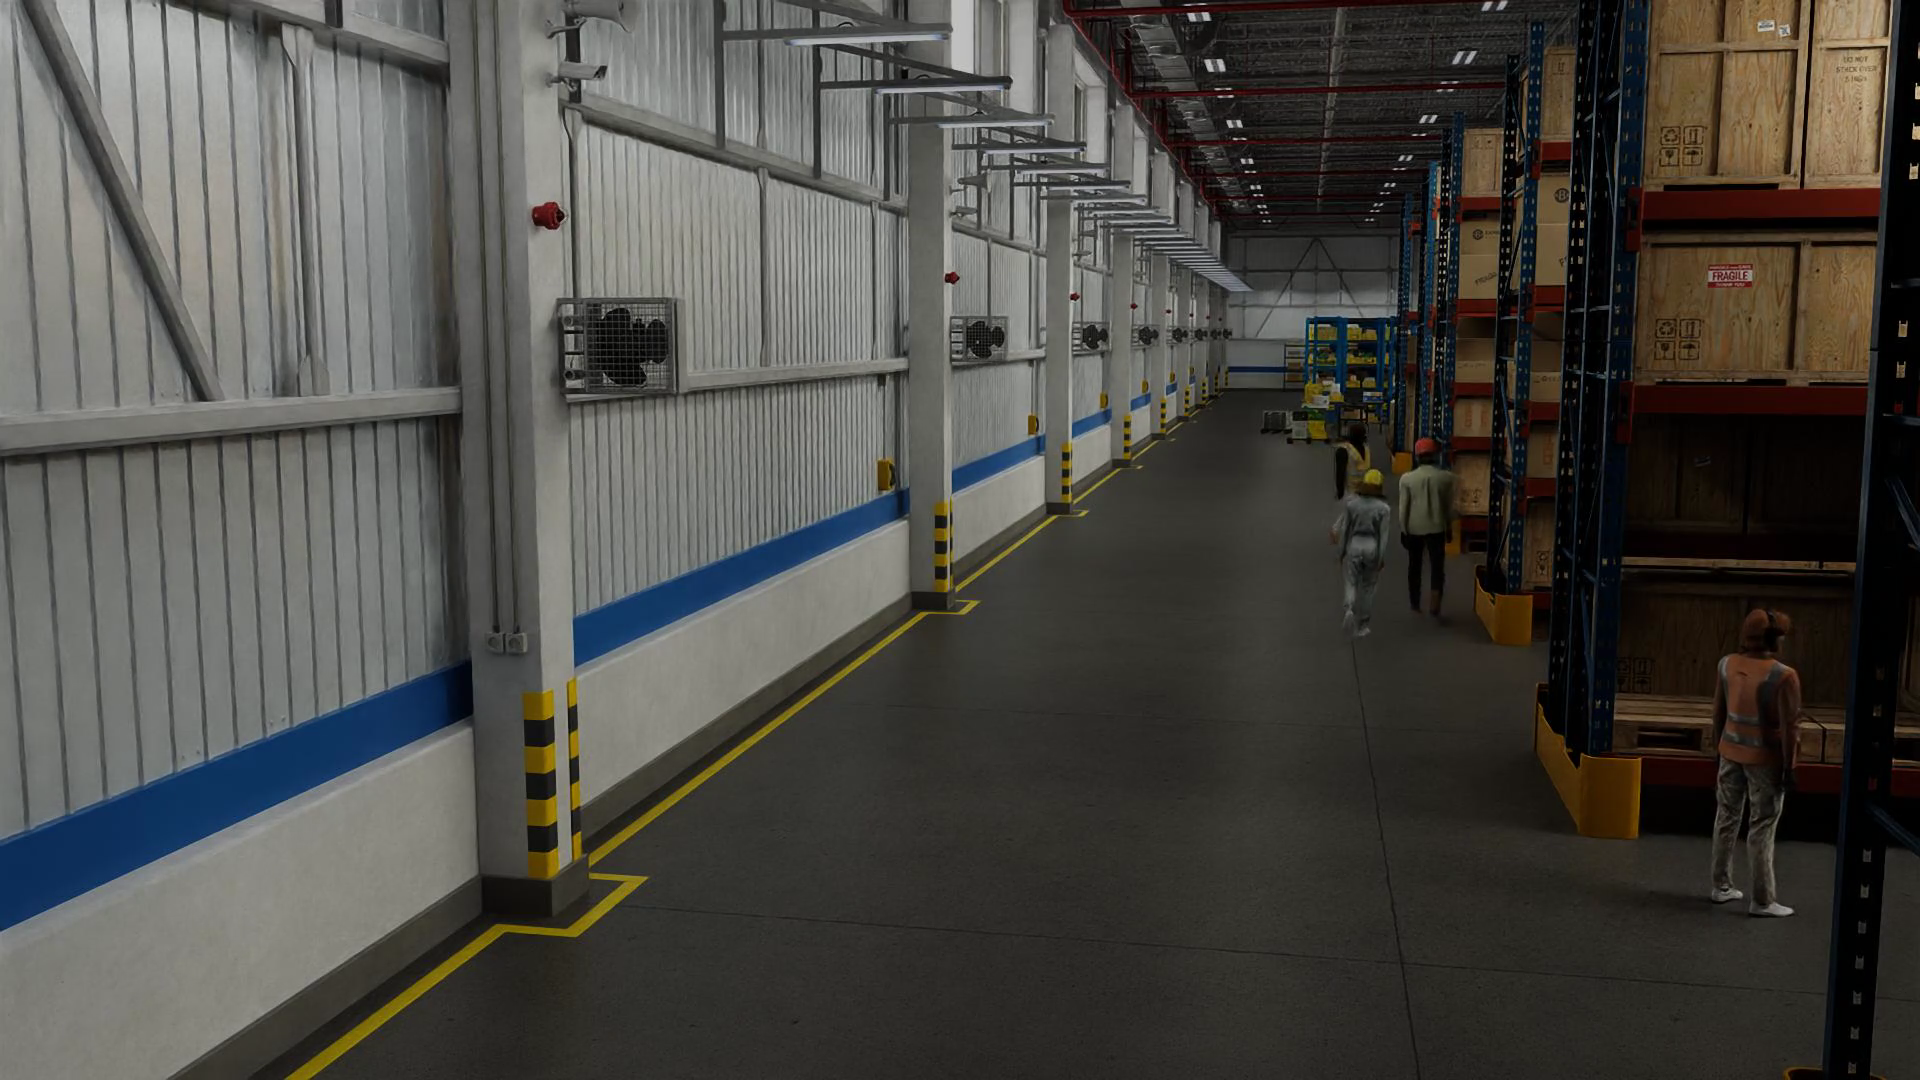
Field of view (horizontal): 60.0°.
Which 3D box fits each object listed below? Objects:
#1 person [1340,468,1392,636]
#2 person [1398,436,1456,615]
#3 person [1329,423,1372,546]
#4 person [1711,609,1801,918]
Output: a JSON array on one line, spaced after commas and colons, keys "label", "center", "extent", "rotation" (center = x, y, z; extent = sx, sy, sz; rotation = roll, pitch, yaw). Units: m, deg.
[{"label": "person", "center": [4.114, 0.134, 16.897], "extent": [0.506, 1.720, 0.445], "rotation": [3, 8, 24]}, {"label": "person", "center": [5.071, -0.138, 18.084], "extent": [0.622, 1.978, 0.748], "rotation": [1, 7, 12]}, {"label": "person", "center": [5.568, -0.747, 23.543], "extent": [0.644, 1.827, 0.578], "rotation": [-5, 8, -32]}, {"label": "person", "center": [4.237, 1.181, 8.878], "extent": [0.315, 1.636, 0.515], "rotation": [-3, 8, -23]}]
